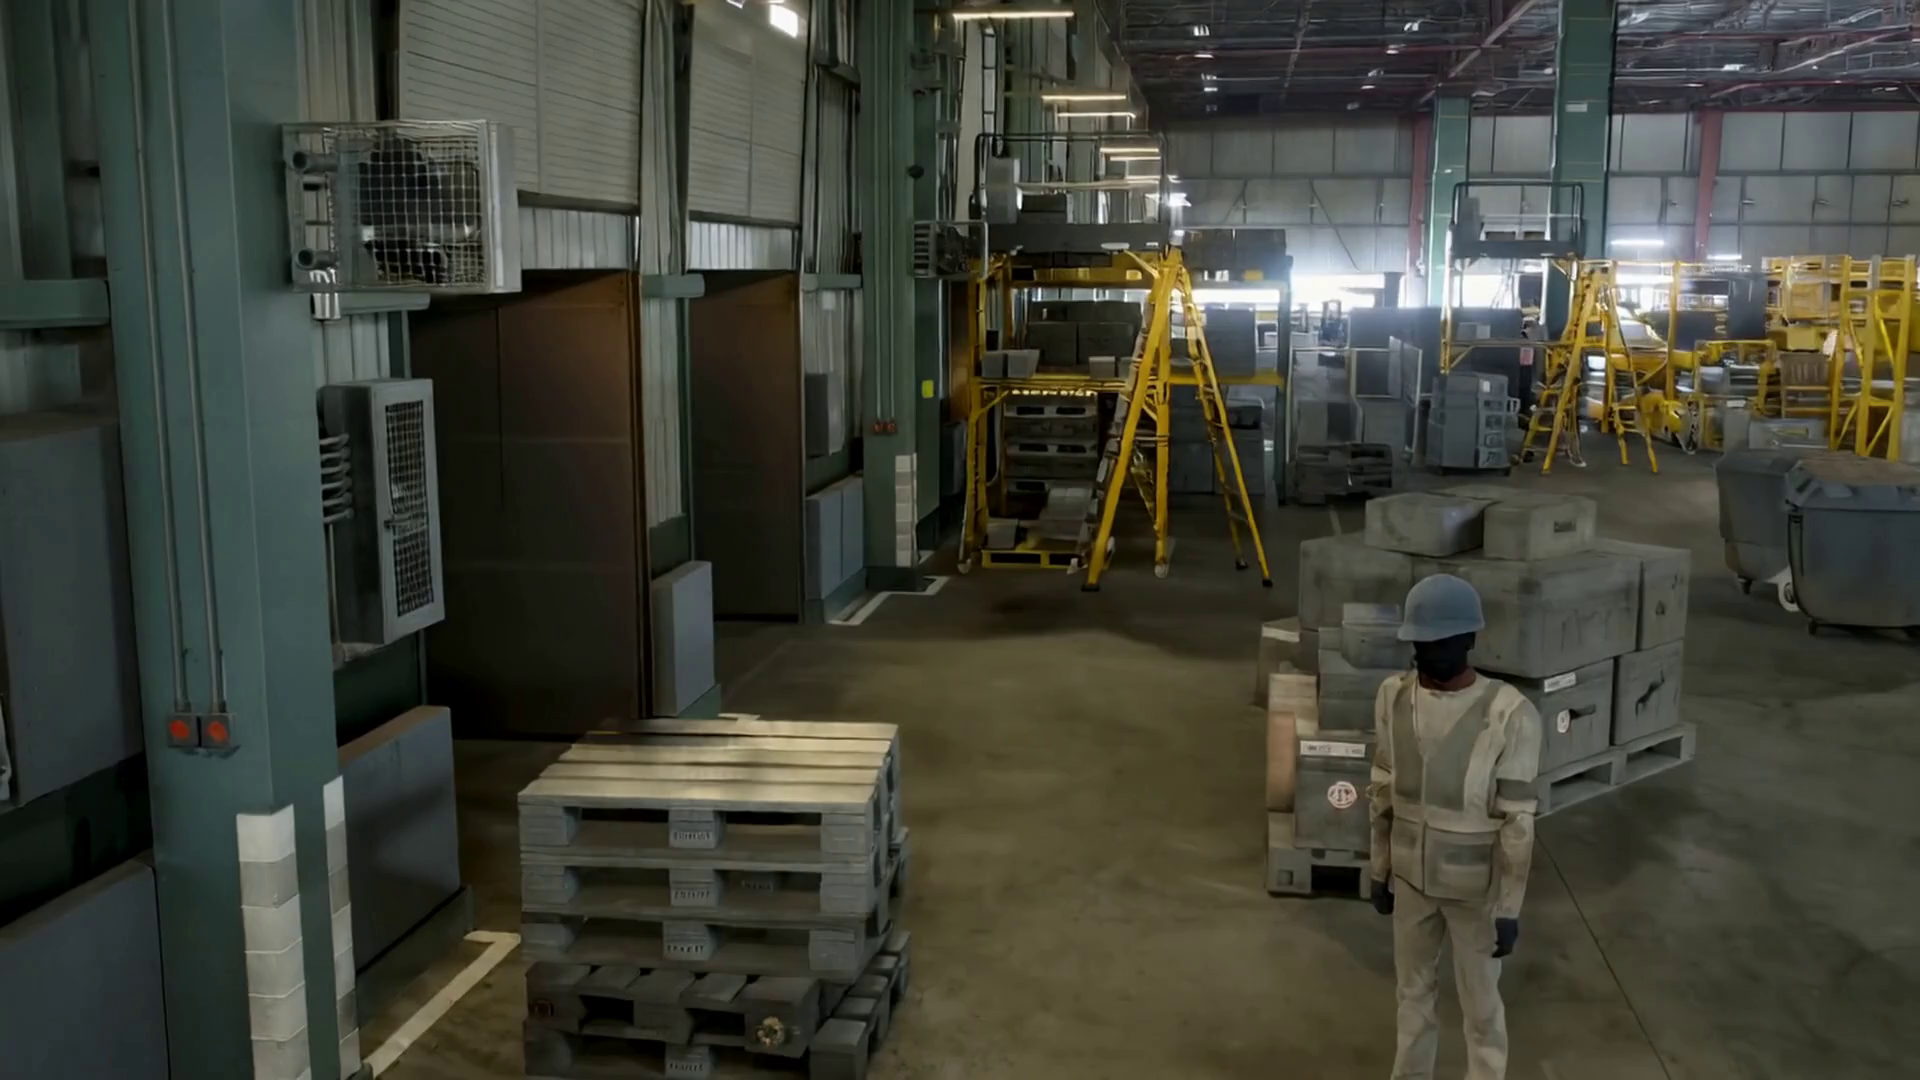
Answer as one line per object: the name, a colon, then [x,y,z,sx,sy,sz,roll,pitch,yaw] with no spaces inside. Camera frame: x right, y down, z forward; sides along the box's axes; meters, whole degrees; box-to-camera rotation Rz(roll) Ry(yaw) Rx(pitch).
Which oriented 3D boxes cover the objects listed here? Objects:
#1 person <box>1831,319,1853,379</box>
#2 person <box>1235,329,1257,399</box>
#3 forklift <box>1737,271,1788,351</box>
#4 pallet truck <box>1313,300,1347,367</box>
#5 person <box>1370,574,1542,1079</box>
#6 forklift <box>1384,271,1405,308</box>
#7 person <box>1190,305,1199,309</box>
person: [17.817,-3.543,33.581,0.448,1.912,0.647,8,12,39]
person: [5.952,-3.583,34.710,0.517,1.631,0.312,7,12,38]
forklift: [22.794,-6.346,47.905,1.873,2.768,1.129,-3,10,-17]
pallet truck: [11.159,-6.200,49.718,0.823,1.965,1.885,4,10,26]
person: [1.522,1.051,5.244,0.394,1.921,0.584,-8,12,-39]
forklift: [10.893,-5.388,41.996,1.873,2.768,1.129,1,9,9]
person: [6.216,-5.302,44.411,0.391,1.928,0.552,7,12,38]
